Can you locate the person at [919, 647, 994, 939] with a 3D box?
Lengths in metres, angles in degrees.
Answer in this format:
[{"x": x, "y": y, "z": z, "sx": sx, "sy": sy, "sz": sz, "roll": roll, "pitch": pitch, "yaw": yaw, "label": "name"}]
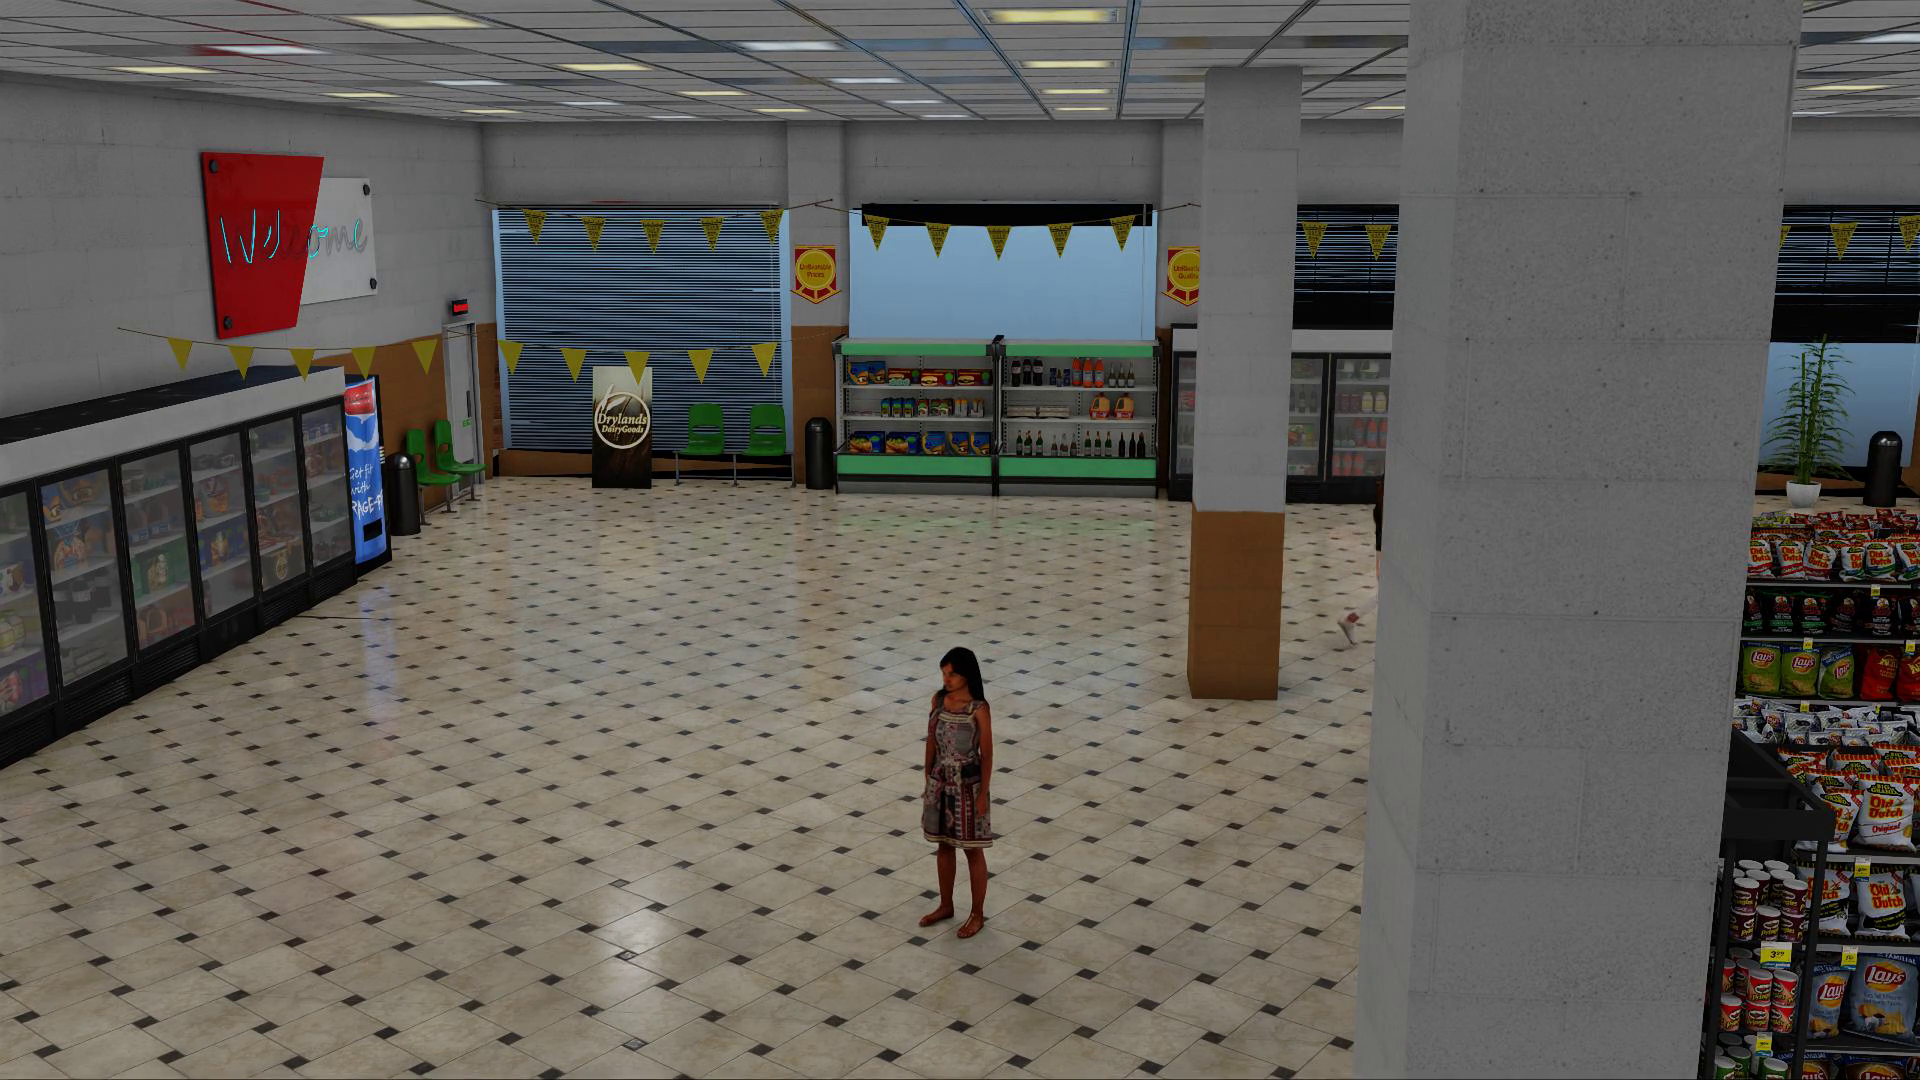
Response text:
[{"x": -0.002, "y": 1.378, "z": 9.253, "sx": 0.668, "sy": 1.643, "sz": 0.784, "roll": 9, "pitch": 15, "yaw": 37, "label": "person"}]
